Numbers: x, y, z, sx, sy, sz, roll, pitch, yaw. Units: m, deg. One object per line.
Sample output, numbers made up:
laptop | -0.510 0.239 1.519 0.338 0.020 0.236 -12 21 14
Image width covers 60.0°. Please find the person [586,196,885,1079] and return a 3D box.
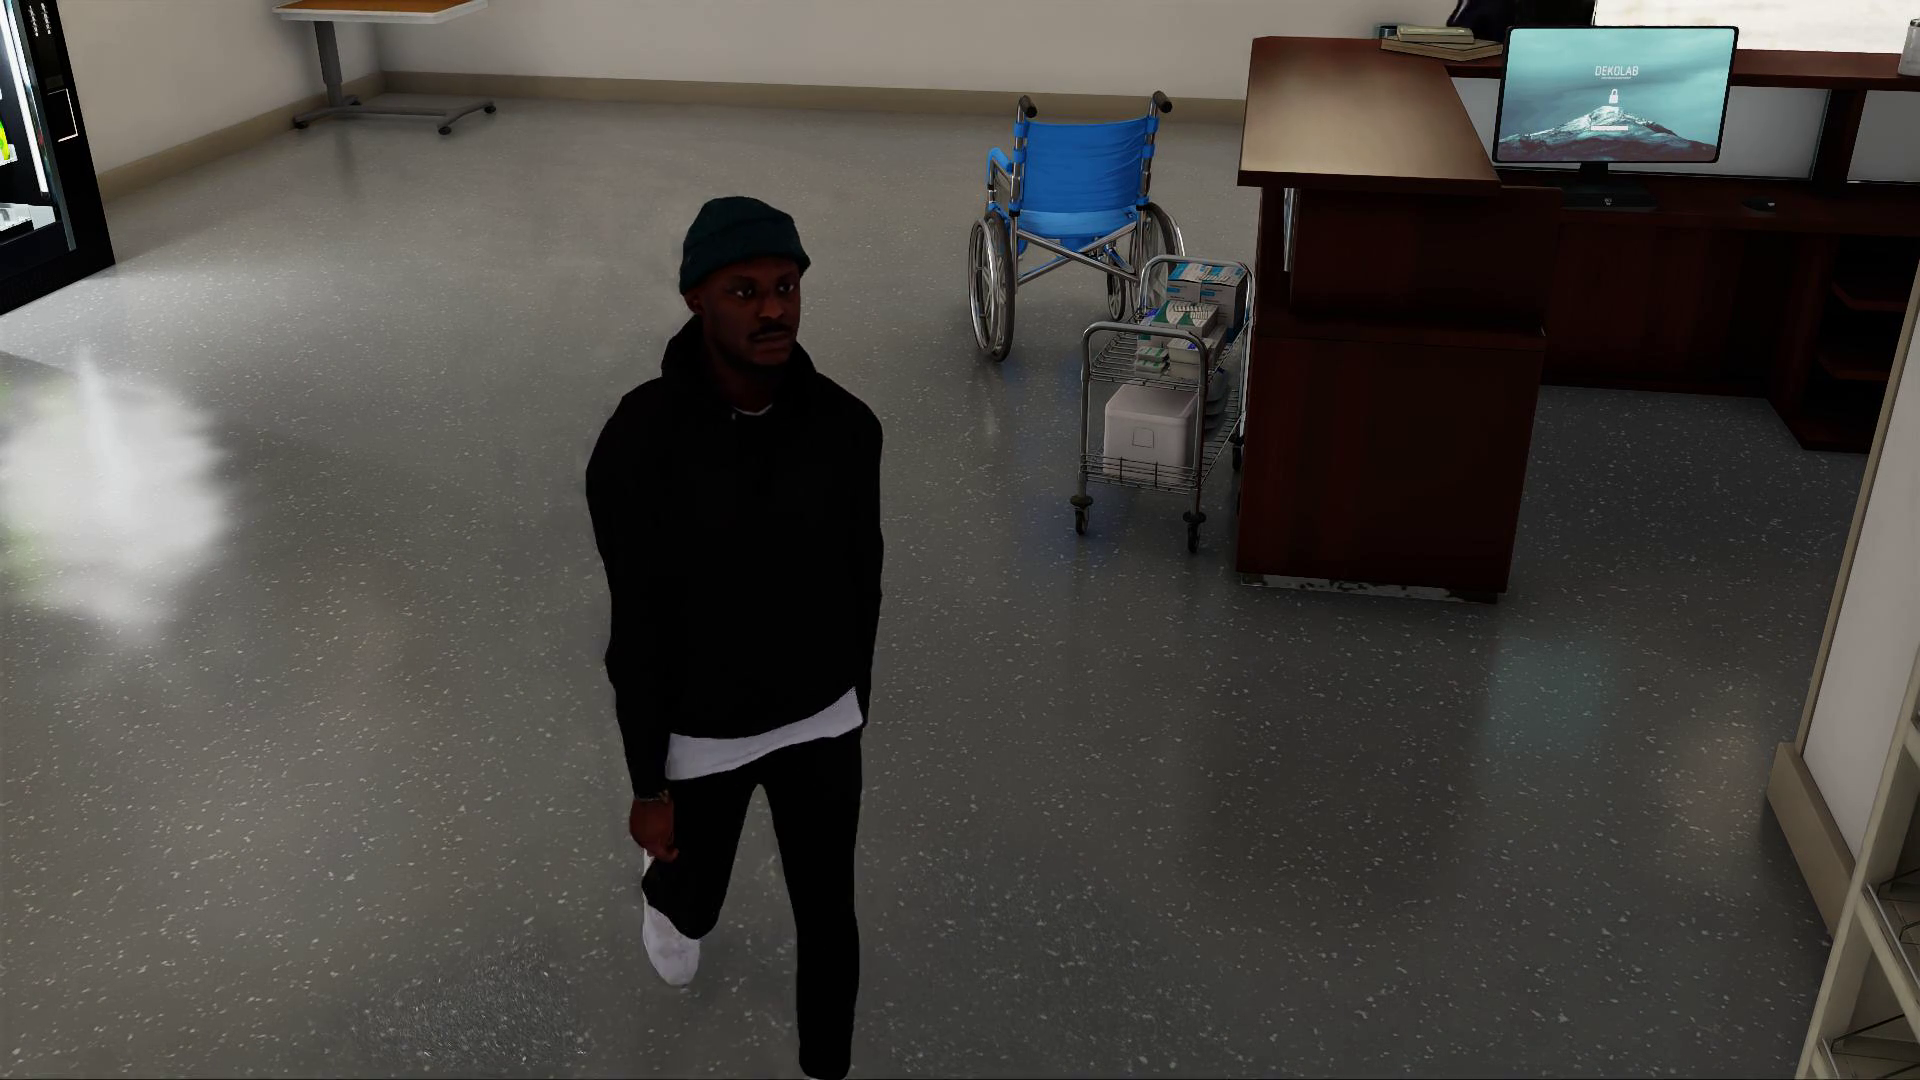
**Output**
person | -0.407 0.282 2.922 1.059 1.798 1.233 -11 28 -22
